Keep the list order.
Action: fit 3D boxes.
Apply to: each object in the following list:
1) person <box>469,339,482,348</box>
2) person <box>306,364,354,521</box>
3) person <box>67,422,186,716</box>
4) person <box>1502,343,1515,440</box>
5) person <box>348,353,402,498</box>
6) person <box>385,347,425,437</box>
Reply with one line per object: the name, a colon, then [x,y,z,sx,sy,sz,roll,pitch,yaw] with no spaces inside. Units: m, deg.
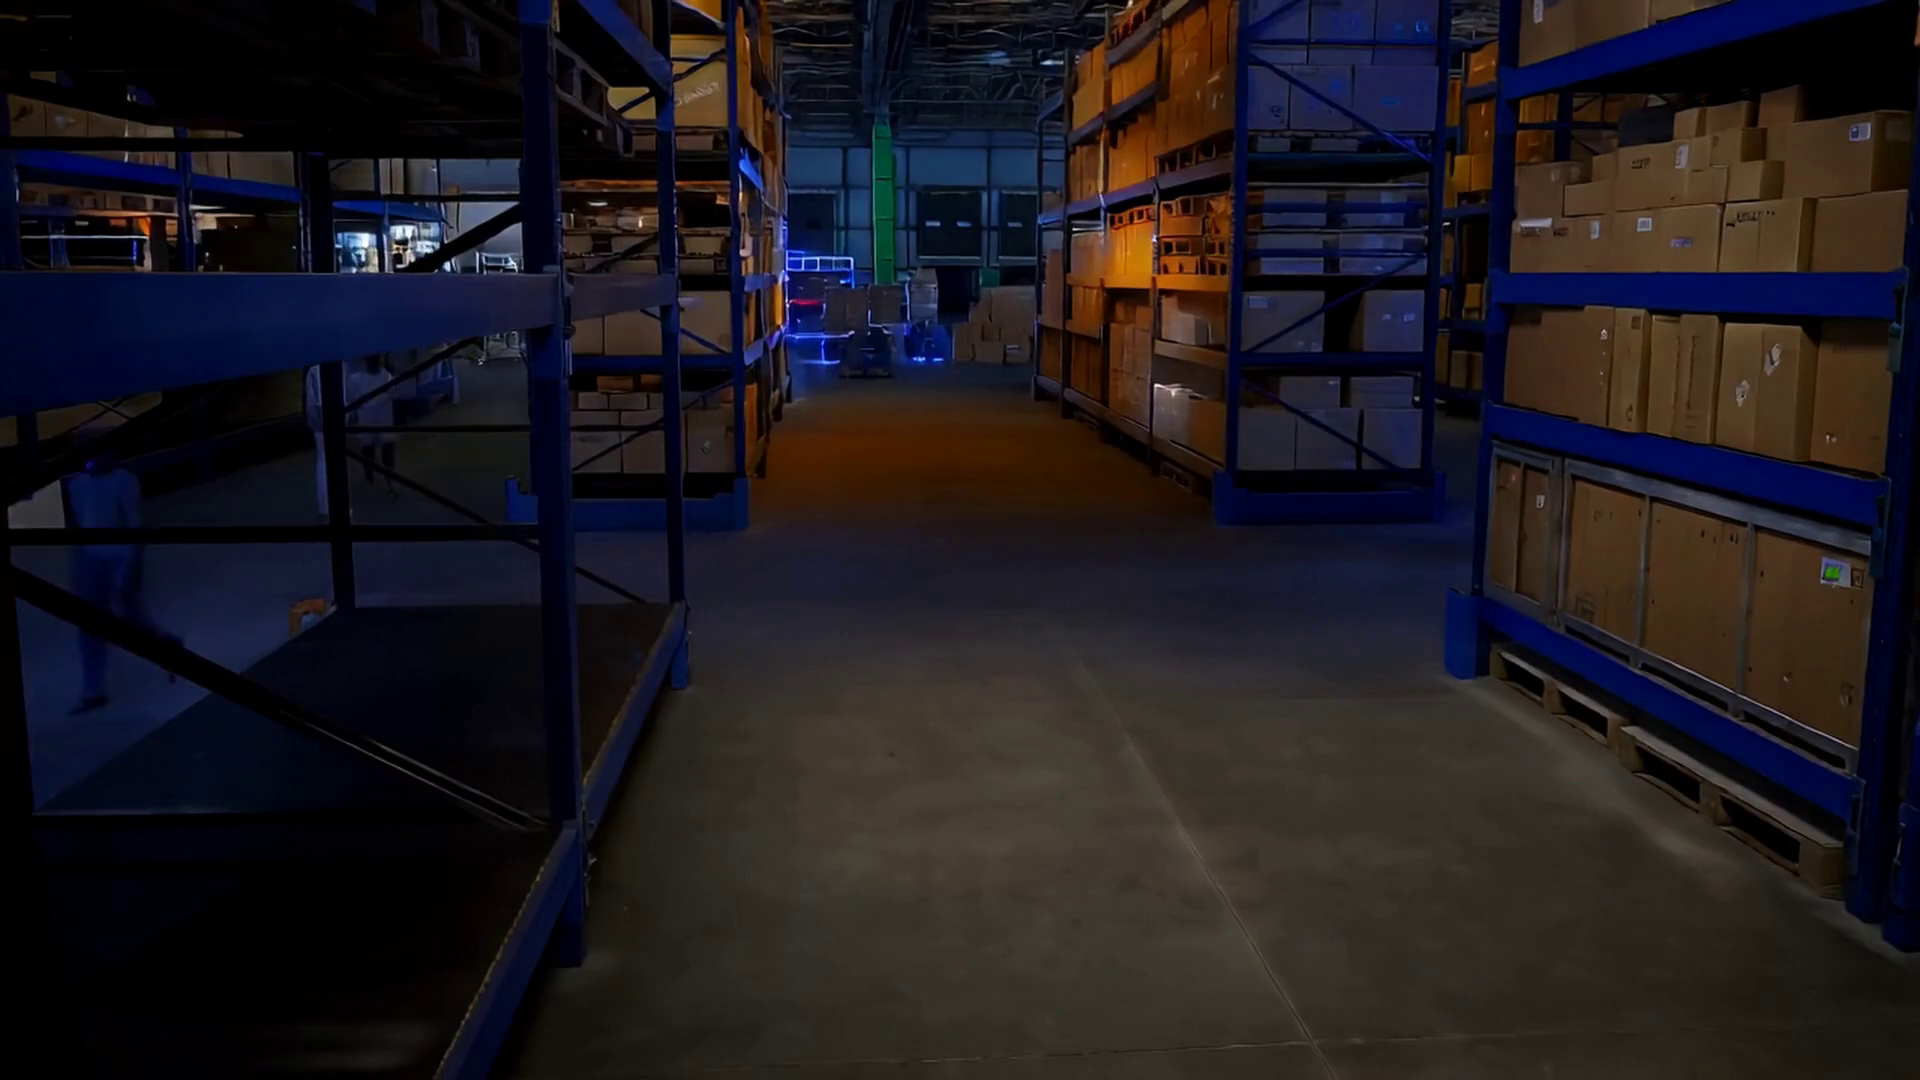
person: [-15.971,-7.273,54.812,0.370,1.916,0.597,-8,12,-41]
person: [-6.180,-1.099,16.336,0.430,1.834,0.633,-3,9,-15]
person: [-4.701,0.132,9.305,0.494,1.608,0.702,2,9,13]
person: [7.721,-2.107,23.304,0.521,1.628,0.434,-1,9,-7]
person: [-6.253,-1.260,17.829,0.568,1.666,0.759,-5,10,-27]
person: [-8.249,-2.355,24.657,0.553,1.669,0.693,-1,9,-4]
